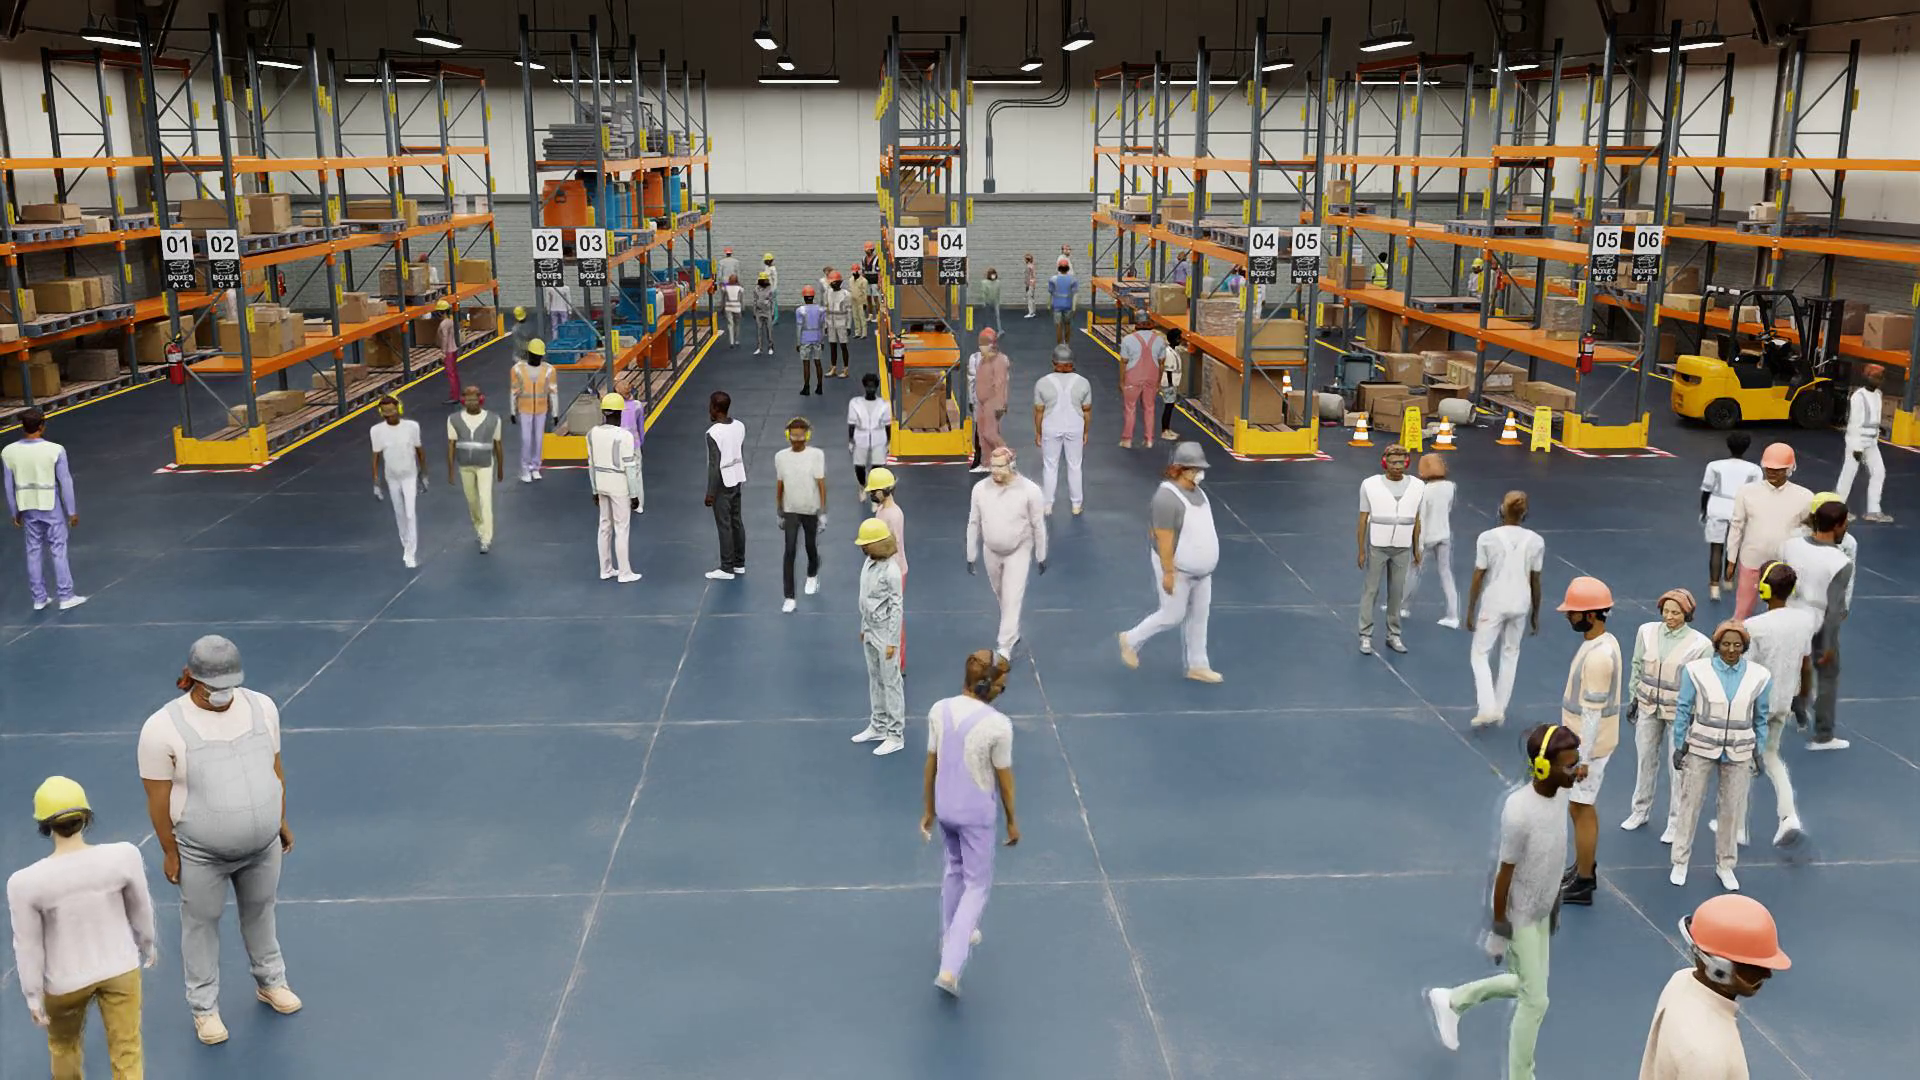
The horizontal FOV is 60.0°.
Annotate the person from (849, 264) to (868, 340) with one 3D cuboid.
[{"bbox_3d":[-2.343,-5.433,37.948,0.557,1.735,0.380,13,18,43],"label":"person"}]

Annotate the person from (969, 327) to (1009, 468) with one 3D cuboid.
[{"bbox_3d":[0.387,-1.928,22.656,0.548,1.937,0.379,1,13,6],"label":"person"}]

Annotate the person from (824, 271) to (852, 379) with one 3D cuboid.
[{"bbox_3d":[-2.337,-4.084,31.562,0.611,2.042,0.394,8,15,30],"label":"person"}]

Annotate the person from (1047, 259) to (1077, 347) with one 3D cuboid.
[{"bbox_3d":[2.172,-4.985,35.493,0.615,1.994,1.007,-1,13,-3],"label":"person"}]

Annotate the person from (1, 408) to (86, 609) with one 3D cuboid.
[{"bbox_3d":[-8.691,-0.287,15.748,0.597,1.916,0.371,-1,13,-2],"label":"person"}]

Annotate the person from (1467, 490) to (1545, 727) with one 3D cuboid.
[{"bbox_3d":[4.096,0.541,12.465,0.545,1.816,0.560,1,13,2],"label":"person"}]

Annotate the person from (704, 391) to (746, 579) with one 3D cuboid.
[{"bbox_3d":[-2.382,-0.558,16.894,0.392,1.920,0.589,6,14,22],"label":"person"}]

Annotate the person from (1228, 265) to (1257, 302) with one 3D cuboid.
[{"bbox_3d":[6.116,-5.041,36.054,0.636,1.840,0.429,3,14,13],"label":"person"}]

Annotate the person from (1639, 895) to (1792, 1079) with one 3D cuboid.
[{"bbox_3d":[2.430,2.096,5.493,0.399,1.989,0.622,4,14,17],"label":"person"}]

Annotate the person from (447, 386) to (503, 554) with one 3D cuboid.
[{"bbox_3d":[-5.284,-0.810,18.199,0.563,1.803,0.908,-1,13,-6],"label":"person"}]

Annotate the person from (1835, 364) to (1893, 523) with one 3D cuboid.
[{"bbox_3d":[10.589,-1.103,19.314,0.616,1.856,0.779,-9,16,-33],"label":"person"}]

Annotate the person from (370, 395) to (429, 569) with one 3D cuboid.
[{"bbox_3d":[-5.837,-0.615,17.335,0.520,1.814,0.932,-3,14,-10],"label":"person"}]

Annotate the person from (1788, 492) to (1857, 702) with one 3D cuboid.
[{"bbox_3d":[6.653,0.468,12.949,0.496,1.733,0.355,10,17,37],"label":"person"}]

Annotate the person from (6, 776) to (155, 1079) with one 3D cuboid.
[{"bbox_3d":[-3.753,1.835,7.161,0.546,1.736,0.809,-9,16,-33],"label":"person"}]

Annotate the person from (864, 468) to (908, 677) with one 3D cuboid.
[{"bbox_3d":[-0.610,0.268,13.751,0.342,1.752,0.532,-4,14,-17],"label":"person"}]

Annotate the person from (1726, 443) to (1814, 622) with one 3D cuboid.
[{"bbox_3d":[6.595,0.185,13.586,0.625,1.991,0.380,6,15,24],"label":"person"}]

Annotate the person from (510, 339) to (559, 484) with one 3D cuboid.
[{"bbox_3d":[-5.561,-1.695,21.784,0.604,1.883,0.663,-6,15,-24],"label":"person"}]

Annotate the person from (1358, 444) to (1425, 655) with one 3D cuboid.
[{"bbox_3d":[3.709,0.070,14.385,0.564,1.845,0.389,-1,13,-6],"label":"person"}]

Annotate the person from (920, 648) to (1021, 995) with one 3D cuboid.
[{"bbox_3d":[-0.004,1.449,8.644,0.531,1.812,0.664,11,17,39],"label":"person"}]

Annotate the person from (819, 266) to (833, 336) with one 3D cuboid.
[{"bbox_3d":[-3.027,-5.581,38.797,0.532,1.622,0.521,3,14,13],"label":"person"}]

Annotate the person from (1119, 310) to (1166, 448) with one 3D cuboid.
[{"bbox_3d":[2.627,-2.360,24.266,0.685,2.000,0.535,-4,14,-15],"label":"person"}]

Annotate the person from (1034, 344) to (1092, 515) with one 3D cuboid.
[{"bbox_3d":[1.211,-1.318,19.850,0.685,2.000,0.538,-1,13,-3],"label":"person"}]

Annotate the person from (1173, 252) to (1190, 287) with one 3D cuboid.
[{"bbox_3d":[5.842,-6.783,43.873,0.507,1.632,0.272,12,18,41],"label":"person"}]

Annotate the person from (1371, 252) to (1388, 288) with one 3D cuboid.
[{"bbox_3d":[10.788,-6.520,42.622,0.536,1.696,0.322,10,17,36],"label":"person"}]

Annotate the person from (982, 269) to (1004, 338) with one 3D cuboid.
[{"bbox_3d":[0.746,-5.470,38.417,0.513,1.574,0.868,-5,14,-21],"label":"person"}]

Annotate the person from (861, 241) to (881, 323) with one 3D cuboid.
[{"bbox_3d":[-2.233,-6.448,41.620,0.619,2.029,0.410,10,17,36],"label":"person"}]

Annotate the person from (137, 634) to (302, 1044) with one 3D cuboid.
[{"bbox_3d":[-3.588,1.435,8.190,0.537,2.000,0.679,11,17,40],"label":"person"}]

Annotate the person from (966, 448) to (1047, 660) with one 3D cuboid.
[{"bbox_3d":[0.377,0.119,14.186,0.657,1.845,1.024,6,14,23],"label":"person"}]

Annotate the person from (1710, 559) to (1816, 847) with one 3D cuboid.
[{"bbox_3d":[5.007,1.033,10.296,0.556,1.856,0.556,-3,14,-12],"label":"person"}]

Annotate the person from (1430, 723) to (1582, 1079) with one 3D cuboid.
[{"bbox_3d":[2.519,1.677,7.605,0.690,1.850,0.510,12,18,42],"label":"person"}]

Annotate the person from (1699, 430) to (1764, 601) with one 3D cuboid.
[{"bbox_3d":[7.447,-0.237,16.106,0.536,1.657,0.851,6,14,23],"label":"person"}]

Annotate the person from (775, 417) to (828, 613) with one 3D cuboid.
[{"bbox_3d":[-1.512,-0.291,15.965,0.521,1.835,0.895,0,13,0],"label":"person"}]

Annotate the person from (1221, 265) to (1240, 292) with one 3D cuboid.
[{"bbox_3d":[6.271,-5.485,38.277,0.604,1.698,0.848,-2,13,-7],"label":"person"}]

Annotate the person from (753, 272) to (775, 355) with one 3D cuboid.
[{"bbox_3d":[-4.153,-4.801,35.247,0.484,1.744,0.295,3,14,11],"label":"person"}]

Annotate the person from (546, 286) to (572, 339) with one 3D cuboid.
[{"bbox_3d":[-8.551,-4.868,35.498,0.528,1.757,0.340,-1,13,-2],"label":"person"}]

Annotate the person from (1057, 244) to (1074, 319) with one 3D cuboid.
[{"bbox_3d":[2.687,-6.560,42.346,0.409,1.909,0.641,3,14,12],"label":"person"}]

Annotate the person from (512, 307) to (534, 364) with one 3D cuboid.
[{"bbox_3d":[-7.316,-3.090,28.042,0.417,1.719,0.558,2,13,7],"label":"person"}]

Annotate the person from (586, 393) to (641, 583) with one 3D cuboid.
[{"bbox_3d":[-3.476,-0.524,16.757,0.586,1.918,0.395,8,15,30],"label":"person"}]

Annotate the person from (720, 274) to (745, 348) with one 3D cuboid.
[{"bbox_3d":[-4.989,-5.023,36.506,0.531,1.596,0.876,-2,13,-7],"label":"person"}]

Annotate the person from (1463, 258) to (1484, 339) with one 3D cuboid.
[{"bbox_3d":[11.882,-5.554,38.244,0.403,1.830,0.601,-6,15,-26],"label":"person"}]

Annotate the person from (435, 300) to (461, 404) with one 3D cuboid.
[{"bbox_3d":[-8.774,-3.209,28.450,0.331,1.768,0.526,0,13,-1],"label":"person"}]

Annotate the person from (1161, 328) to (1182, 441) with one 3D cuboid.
[{"bbox_3d":[3.156,-2.335,24.919,0.319,1.687,0.538,3,14,11],"label":"person"}]

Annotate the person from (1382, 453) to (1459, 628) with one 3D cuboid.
[{"bbox_3d":[4.313,-0.012,15.278,0.508,1.592,0.794,-7,15,-28],"label":"person"}]

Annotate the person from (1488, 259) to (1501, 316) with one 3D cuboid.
[{"bbox_3d":[13.136,-6.097,40.966,0.274,1.632,0.507,8,16,31],"label":"person"}]

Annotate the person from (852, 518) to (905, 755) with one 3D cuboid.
[{"bbox_3d":[-0.595,0.685,12.020,0.313,1.735,0.483,-8,15,-29],"label":"person"}]

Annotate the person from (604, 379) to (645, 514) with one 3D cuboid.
[{"bbox_3d":[-3.976,-1.095,19.767,0.514,1.641,0.308,-9,16,-34],"label":"person"}]

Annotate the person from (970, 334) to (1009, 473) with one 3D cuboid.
[{"bbox_3d":[0.419,-1.821,22.301,0.486,1.888,0.658,-6,14,-23],"label":"person"}]

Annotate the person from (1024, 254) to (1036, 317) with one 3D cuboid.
[{"bbox_3d":[1.803,-6.571,42.991,0.318,1.631,0.514,3,14,13],"label":"person"}]

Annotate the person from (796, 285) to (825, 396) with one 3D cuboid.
[{"bbox_3d":[-2.649,-3.527,29.424,0.545,1.942,0.349,-7,15,-26],"label":"person"}]

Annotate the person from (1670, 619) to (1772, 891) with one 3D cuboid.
[{"bbox_3d":[4.470,1.257,9.801,0.522,1.639,0.306,3,14,13],"label":"person"}]

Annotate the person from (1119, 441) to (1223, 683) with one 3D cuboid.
[{"bbox_3d":[1.755,0.157,13.603,0.773,2.000,0.686,11,17,38],"label":"person"}]

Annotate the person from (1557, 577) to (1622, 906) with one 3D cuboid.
[{"bbox_3d":[3.601,1.156,9.633,0.391,1.923,0.553,5,14,20],"label":"person"}]

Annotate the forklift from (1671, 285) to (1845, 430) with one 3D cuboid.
[{"bbox_3d":[12.503,-2.886,26.166,2.313,2.155,1.214,-1,13,-3],"label":"forklift"}]

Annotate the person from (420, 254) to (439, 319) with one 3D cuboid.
[{"bbox_3d":[-12.662,-5.880,39.592,0.642,1.840,0.948,1,13,3],"label":"person"}]

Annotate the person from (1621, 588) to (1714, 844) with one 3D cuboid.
[{"bbox_3d":[4.470,1.095,10.511,0.312,1.634,0.514,-10,17,-37],"label":"person"}]

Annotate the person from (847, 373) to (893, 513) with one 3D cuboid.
[{"bbox_3d":[-1.077,-1.177,19.996,0.548,1.685,0.451,-1,13,-3],"label":"person"}]

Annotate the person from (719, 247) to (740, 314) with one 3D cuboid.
[{"bbox_3d":[-6.090,-6.864,43.949,0.569,1.755,0.320,-3,14,-12],"label":"person"}]

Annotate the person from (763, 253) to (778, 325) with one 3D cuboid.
[{"bbox_3d":[-4.696,-6.203,41.134,0.331,1.768,0.526,-8,15,-30],"label":"person"}]
